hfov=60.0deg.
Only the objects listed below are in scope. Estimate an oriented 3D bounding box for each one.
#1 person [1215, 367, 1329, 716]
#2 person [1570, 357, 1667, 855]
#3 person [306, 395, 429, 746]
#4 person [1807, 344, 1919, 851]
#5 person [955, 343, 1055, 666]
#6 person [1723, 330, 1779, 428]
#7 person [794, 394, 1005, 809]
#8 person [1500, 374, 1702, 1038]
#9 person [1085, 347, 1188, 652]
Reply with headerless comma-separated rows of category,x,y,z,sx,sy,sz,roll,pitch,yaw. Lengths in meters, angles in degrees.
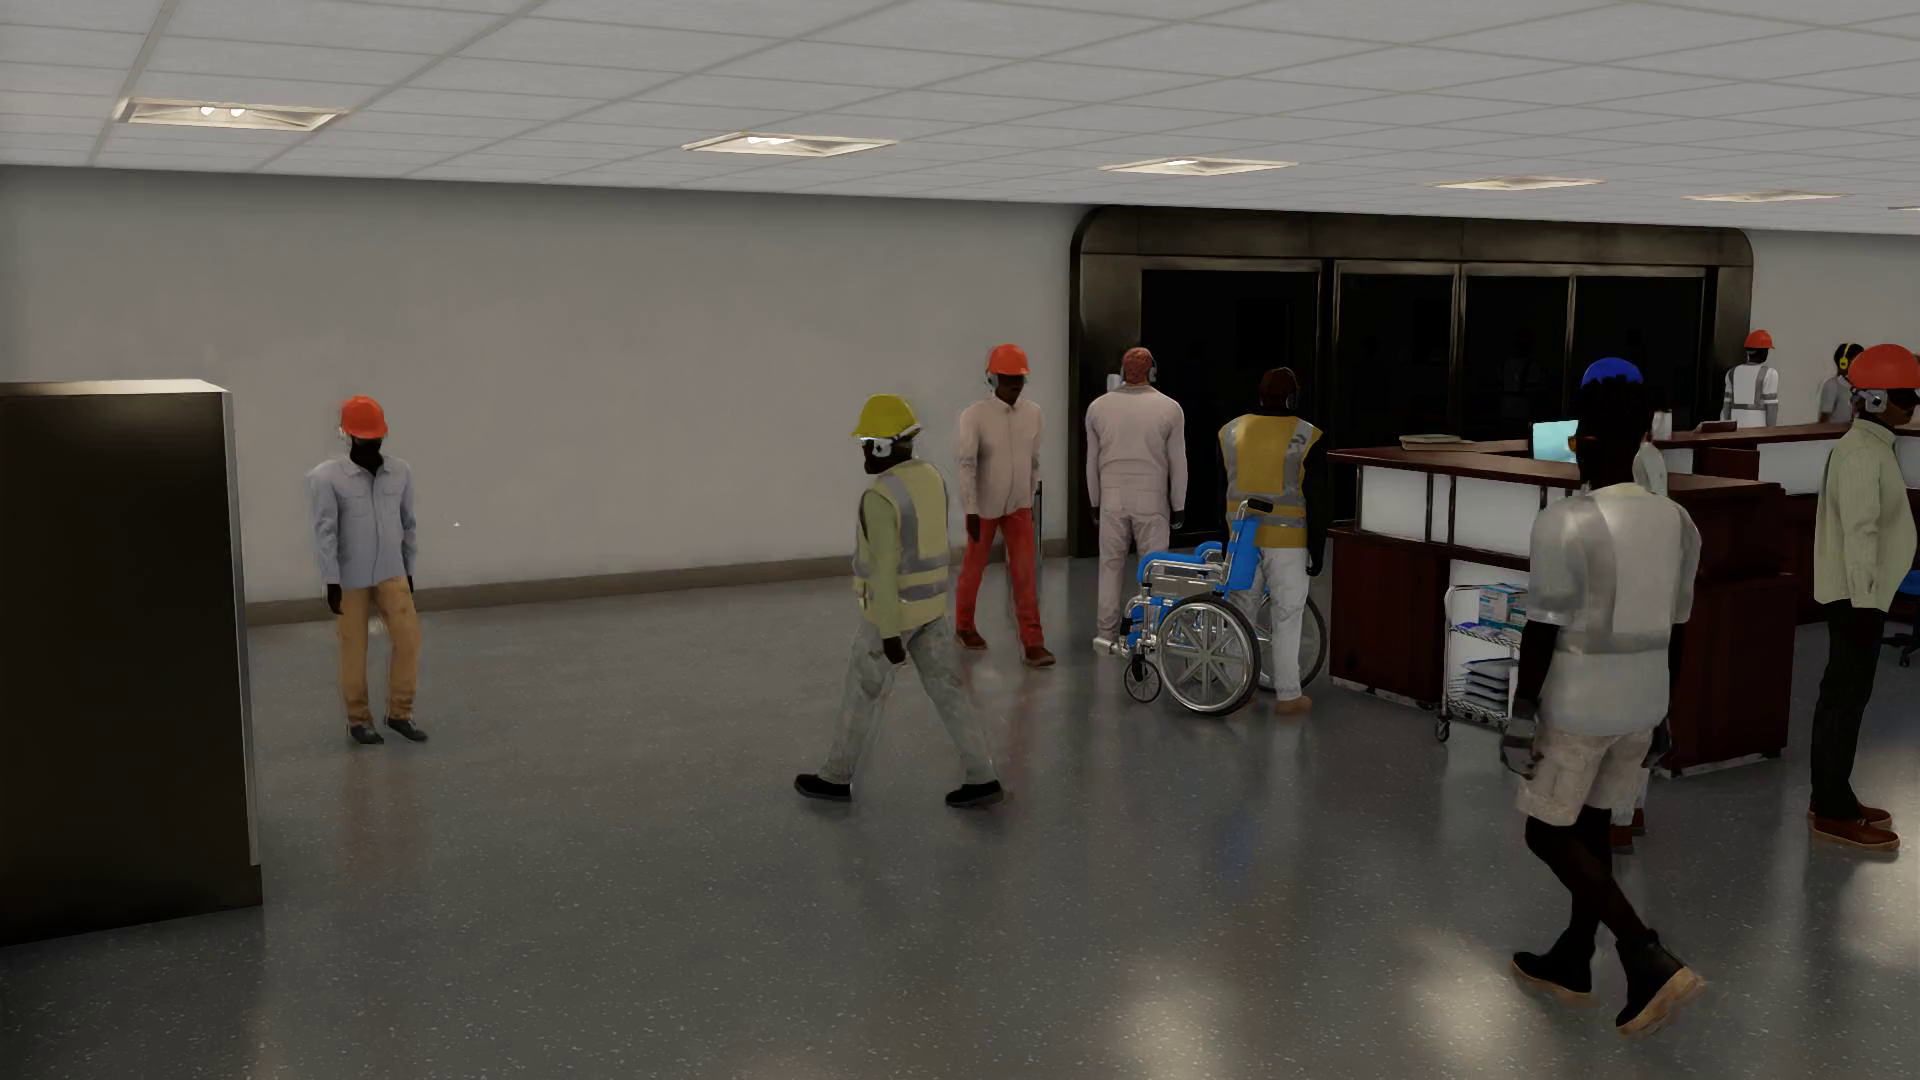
person,1.652,0.009,8.779,0.630,1.835,0.429,5,9,33
person,2.573,0.256,6.564,0.398,1.943,0.616,5,9,34
person,-2.833,0.160,8.039,0.566,1.721,0.567,8,11,44
person,3.624,0.217,6.668,0.378,1.995,0.609,4,9,26
person,0.229,-0.224,10.101,0.630,1.933,1.045,-4,9,-28
person,7.728,-1.076,16.234,0.375,1.939,0.546,-4,9,-28
person,-0.231,0.271,7.070,0.941,1.788,0.601,5,9,30
person,1.919,0.488,4.894,0.620,1.945,0.672,-4,9,-28
person,1.112,-0.256,10.445,0.644,1.900,0.399,3,8,18
